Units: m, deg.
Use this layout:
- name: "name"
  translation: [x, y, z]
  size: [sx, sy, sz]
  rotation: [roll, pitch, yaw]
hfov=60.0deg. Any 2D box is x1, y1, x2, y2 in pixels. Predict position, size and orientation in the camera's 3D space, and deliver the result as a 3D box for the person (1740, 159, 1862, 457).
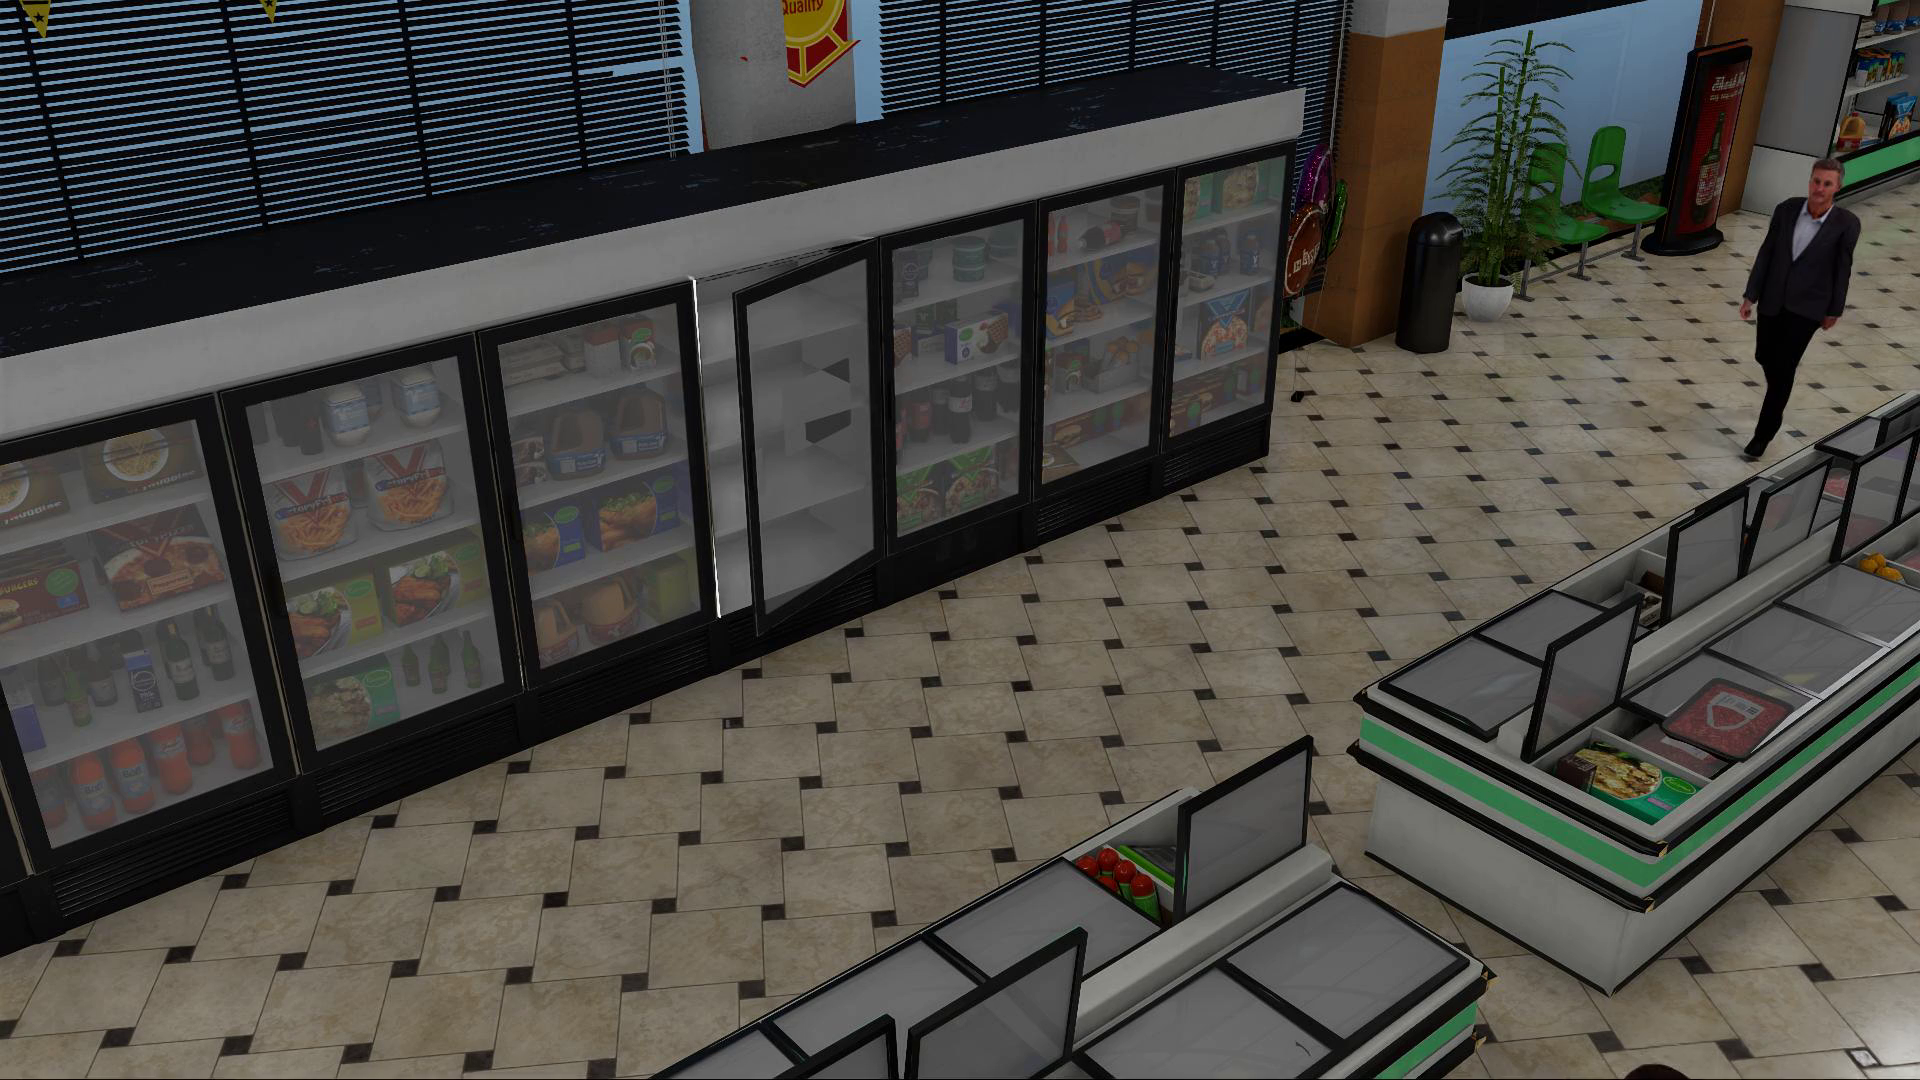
- name: "person"
  translation: [5.219, -1.483, 10.405]
  size: [1.190, 1.798, 0.745]
  rotation: [-23, 35, -37]
